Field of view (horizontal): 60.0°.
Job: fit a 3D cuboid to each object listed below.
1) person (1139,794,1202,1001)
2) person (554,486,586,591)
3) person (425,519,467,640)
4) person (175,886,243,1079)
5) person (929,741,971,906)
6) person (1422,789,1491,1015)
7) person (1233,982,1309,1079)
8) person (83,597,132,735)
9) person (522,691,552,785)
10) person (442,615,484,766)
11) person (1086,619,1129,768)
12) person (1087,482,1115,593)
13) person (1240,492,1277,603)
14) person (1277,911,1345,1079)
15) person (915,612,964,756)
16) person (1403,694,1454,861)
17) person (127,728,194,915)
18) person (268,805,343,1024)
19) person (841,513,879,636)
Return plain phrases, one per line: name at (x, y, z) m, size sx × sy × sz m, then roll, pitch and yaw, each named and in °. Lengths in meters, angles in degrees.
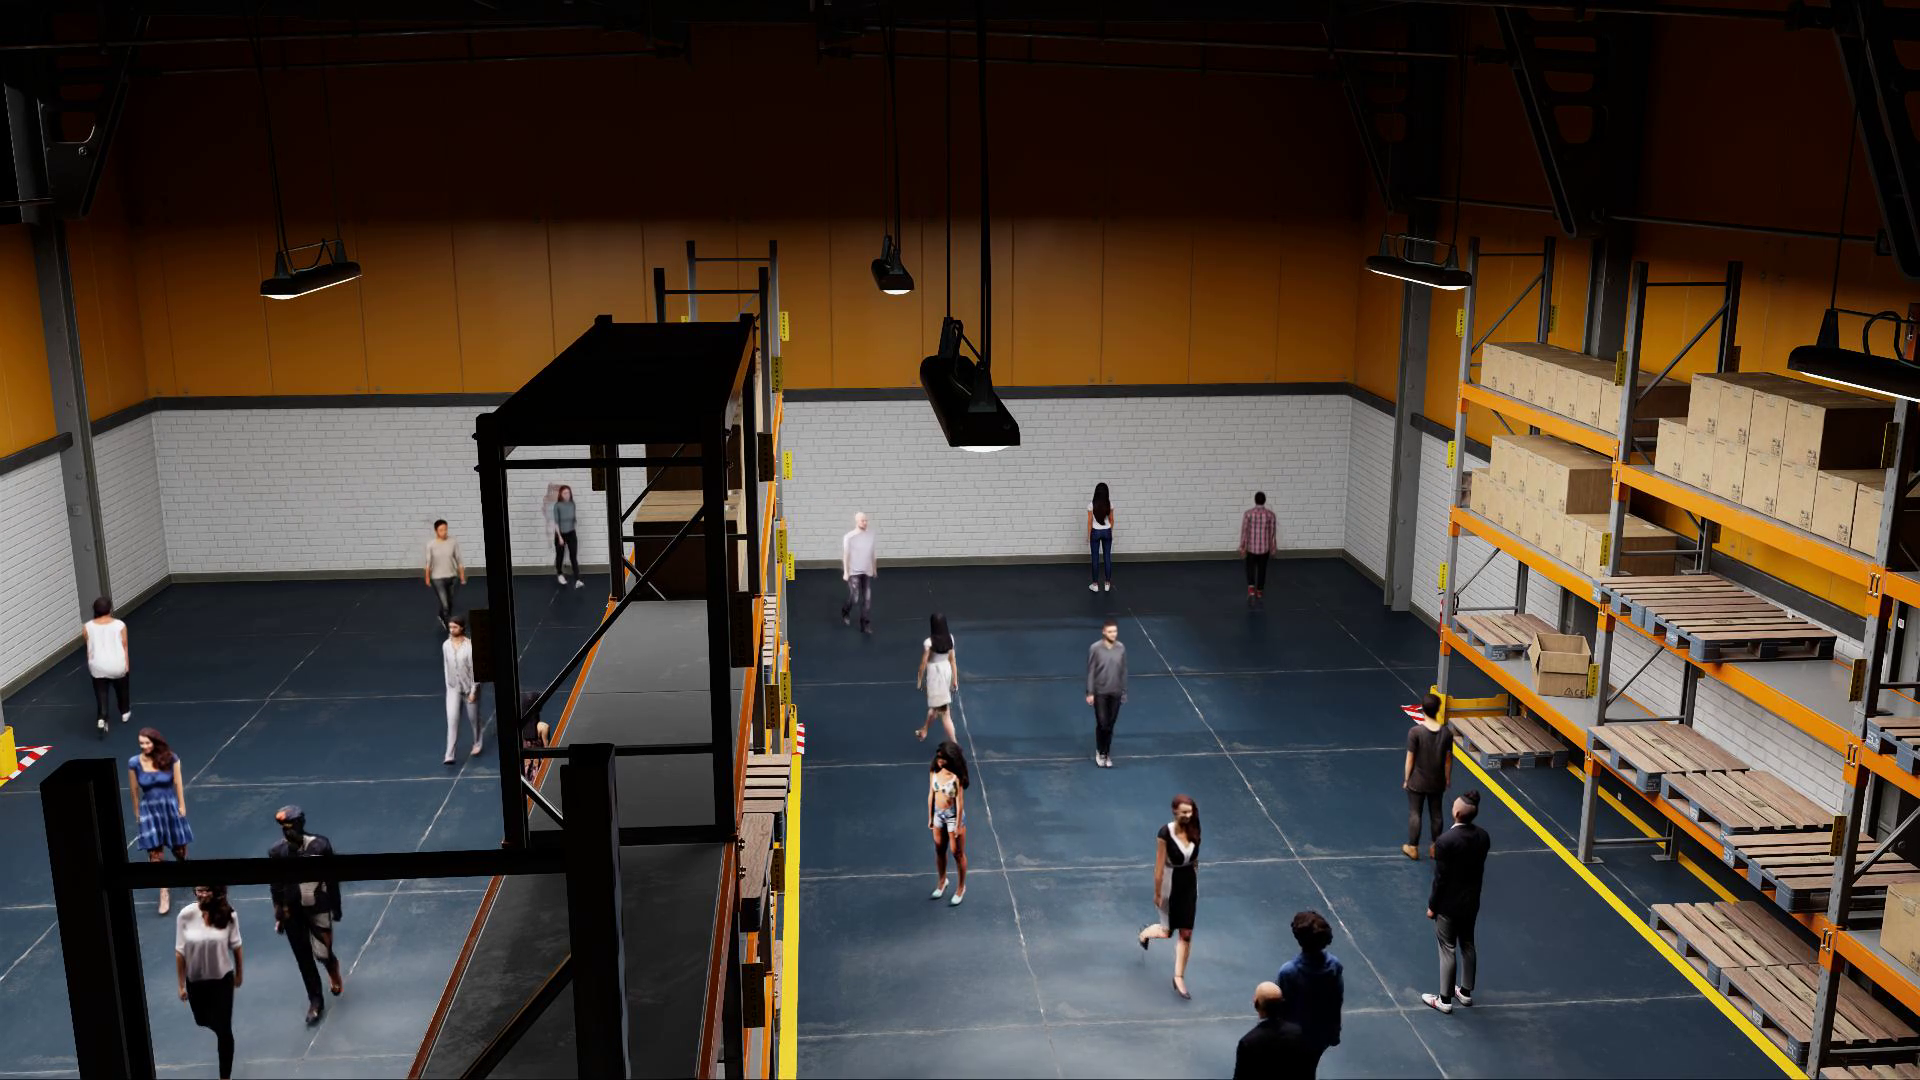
person at (1.796, 2.980, 14.150) m, size 0.854 × 1.778 × 1.070 m, roll -7°, pitch 15°, yaw -27°
person at (-6.392, -0.031, 26.798) m, size 0.987 × 1.676 × 1.219 m, roll -10°, pitch 17°, yaw -36°
person at (-7.521, 0.547, 24.207) m, size 1.036 × 1.772 × 1.270 m, roll -9°, pitch 16°, yaw -33°
person at (-5.715, 3.337, 12.705) m, size 0.714 × 1.763 × 1.122 m, roll -3°, pitch 14°, yaw -14°
person at (-0.102, 2.665, 15.781) m, size 0.674 × 1.621 × 0.730 m, roll 10°, pitch 17°, yaw 36°
person at (4.145, 2.971, 13.818) m, size 0.785 × 1.950 × 0.747 m, roll -7°, pitch 15°, yaw -27°
person at (2.051, 3.780, 10.835) m, size 0.865 × 1.782 × 0.986 m, roll -6°, pitch 15°, yaw -22°
person at (-10.448, 1.539, 20.348) m, size 0.823 × 1.660 × 1.137 m, roll -5°, pitch 14°, yaw -19°
person at (-4.241, 2.367, 16.689) m, size 0.790 × 1.773 × 0.826 m, roll 6°, pitch 15°, yaw 23°
person at (-5.753, 1.725, 19.426) m, size 0.704 × 1.733 × 1.116 m, roll 1°, pitch 14°, yaw 4°
person at (1.678, 1.749, 19.280) m, size 0.690 × 1.755 × 0.670 m, roll -4°, pitch 14°, yaw -16°
person at (2.266, -0.058, 26.701) m, size 0.602 × 1.775 × 0.525 m, roll -2°, pitch 14°, yaw -9°
person at (4.665, 0.110, 26.051) m, size 0.810 × 1.753 × 1.039 m, roll 1°, pitch 14°, yaw 4°
person at (2.508, 3.543, 11.817) m, size 0.871 × 1.780 × 1.115 m, roll -5°, pitch 14°, yaw -20°
person at (-0.196, 1.742, 19.380) m, size 0.965 × 1.722 × 1.253 m, roll -8°, pitch 16°, yaw -31°
person at (4.707, 2.383, 16.754) m, size 0.646 × 1.712 × 0.564 m, roll 0°, pitch 14°, yaw 2°
person at (-7.515, 2.602, 15.681) m, size 0.749 × 1.790 × 0.915 m, roll -4°, pitch 14°, yaw -15°
person at (-5.392, 3.030, 13.740) m, size 0.708 × 1.872 × 0.803 m, roll -3°, pitch 14°, yaw -13°
person at (-1.500, 0.472, 24.429) m, size 0.884 × 1.814 × 1.001 m, roll -9°, pitch 16°, yaw -32°
